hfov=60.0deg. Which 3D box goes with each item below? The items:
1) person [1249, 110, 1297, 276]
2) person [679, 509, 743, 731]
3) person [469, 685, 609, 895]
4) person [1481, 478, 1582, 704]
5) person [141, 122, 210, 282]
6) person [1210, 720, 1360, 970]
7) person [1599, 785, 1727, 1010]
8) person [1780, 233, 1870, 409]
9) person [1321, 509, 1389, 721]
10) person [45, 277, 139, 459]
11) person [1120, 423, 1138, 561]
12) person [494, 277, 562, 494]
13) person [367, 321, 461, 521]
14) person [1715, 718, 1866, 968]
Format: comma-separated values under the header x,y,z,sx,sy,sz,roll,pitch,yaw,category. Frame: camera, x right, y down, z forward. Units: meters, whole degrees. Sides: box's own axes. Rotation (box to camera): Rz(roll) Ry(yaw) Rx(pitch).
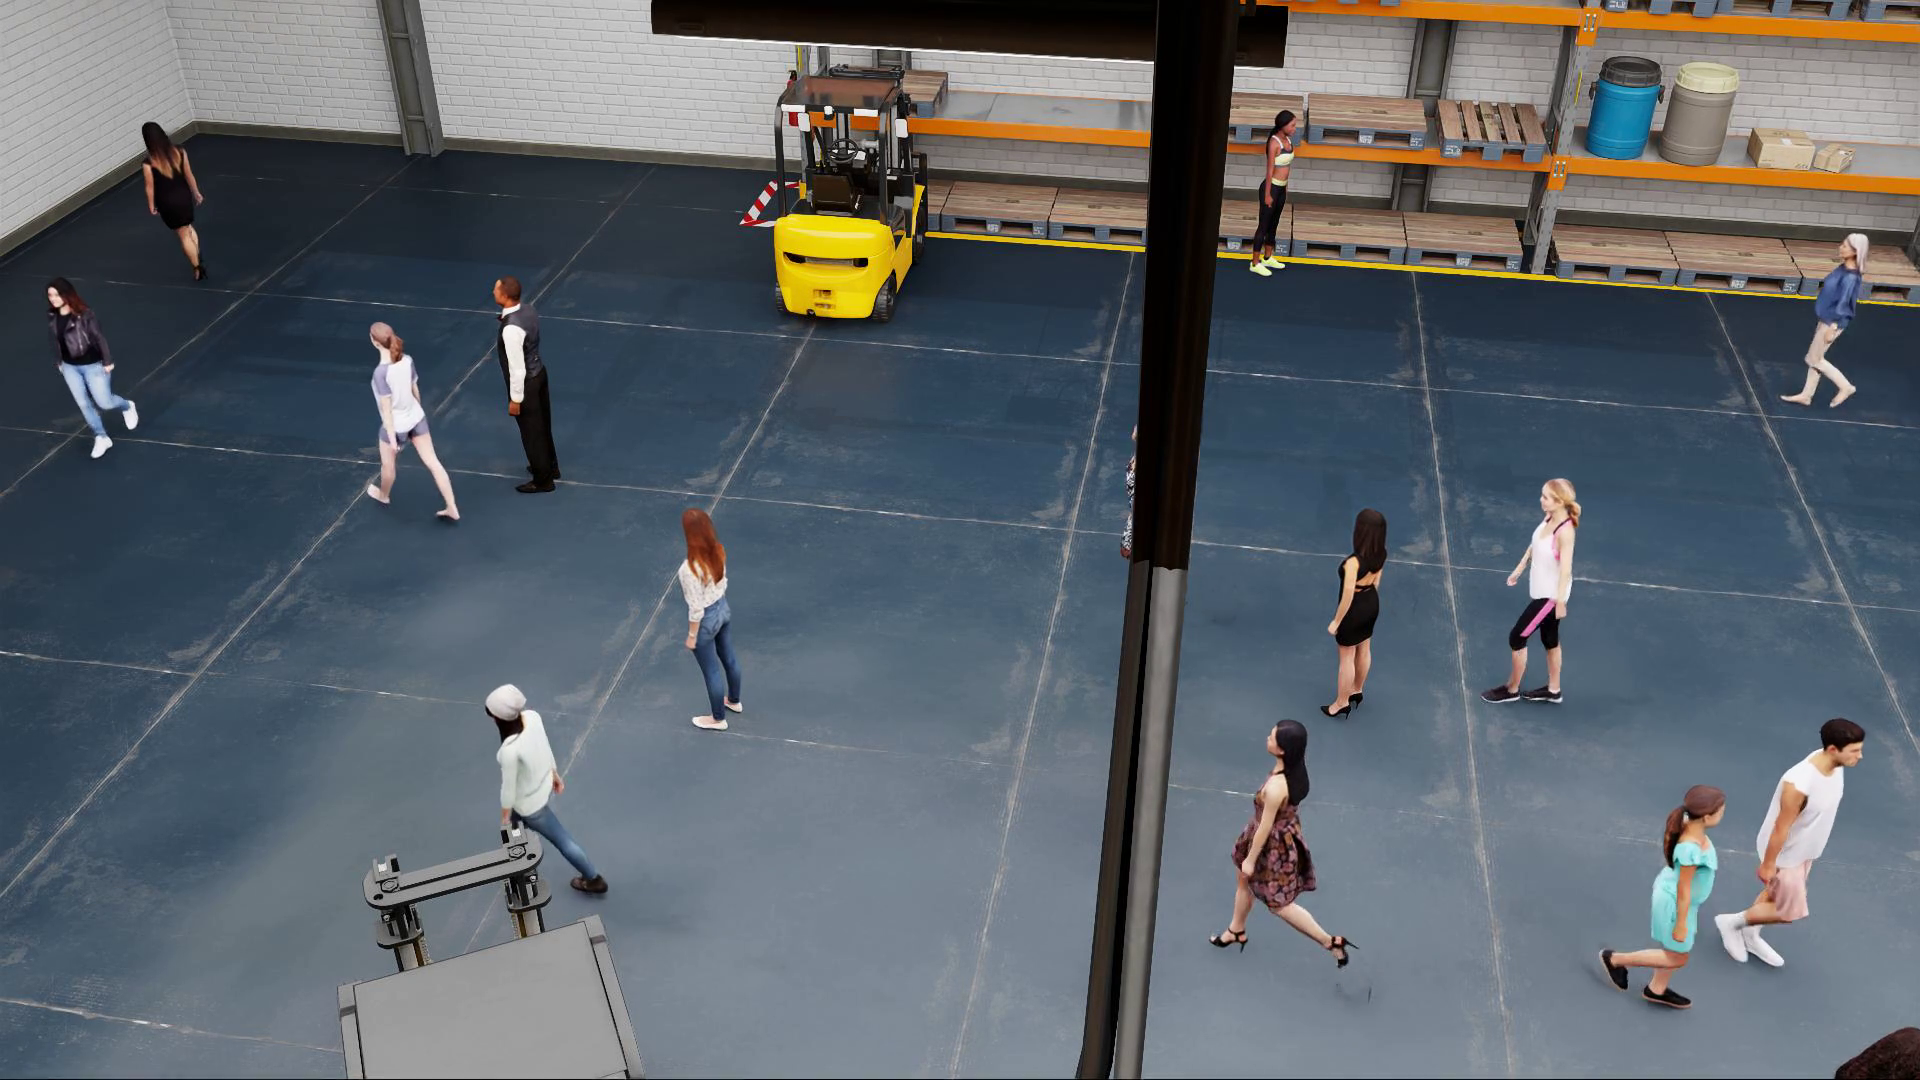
x,y,z,sx,sy,sz,roll,pitch,yaw,category
3.267,-3.648,17.396,0.660,1.754,0.639,25,41,33,person
-1.670,0.524,11.143,0.592,1.727,0.628,16,37,22,person
-2.427,1.519,9.763,1.090,1.599,0.592,6,34,10,person
4.113,0.381,11.330,0.765,1.758,0.605,4,34,6,person
-8.027,-3.450,17.147,0.778,1.699,0.787,20,38,27,person
1.823,1.760,9.264,1.151,1.749,0.824,15,37,22,person
3.889,1.967,9.141,0.822,1.541,0.661,16,37,22,person
7.873,-1.919,14.854,0.854,1.689,0.705,12,35,17,person
2.690,0.505,11.241,0.626,1.650,0.671,-24,41,-32,person
-7.505,-1.534,14.333,0.734,1.625,0.705,4,34,6,person
1.419,-0.109,12.022,0.755,1.809,0.668,1,34,1,person
-3.565,-1.284,13.691,0.598,1.919,0.703,3,34,4,person
-4.371,-0.886,13.276,1.220,1.715,0.912,20,39,27,person
4.603,1.673,9.373,0.830,1.774,0.886,-24,41,-32,person
